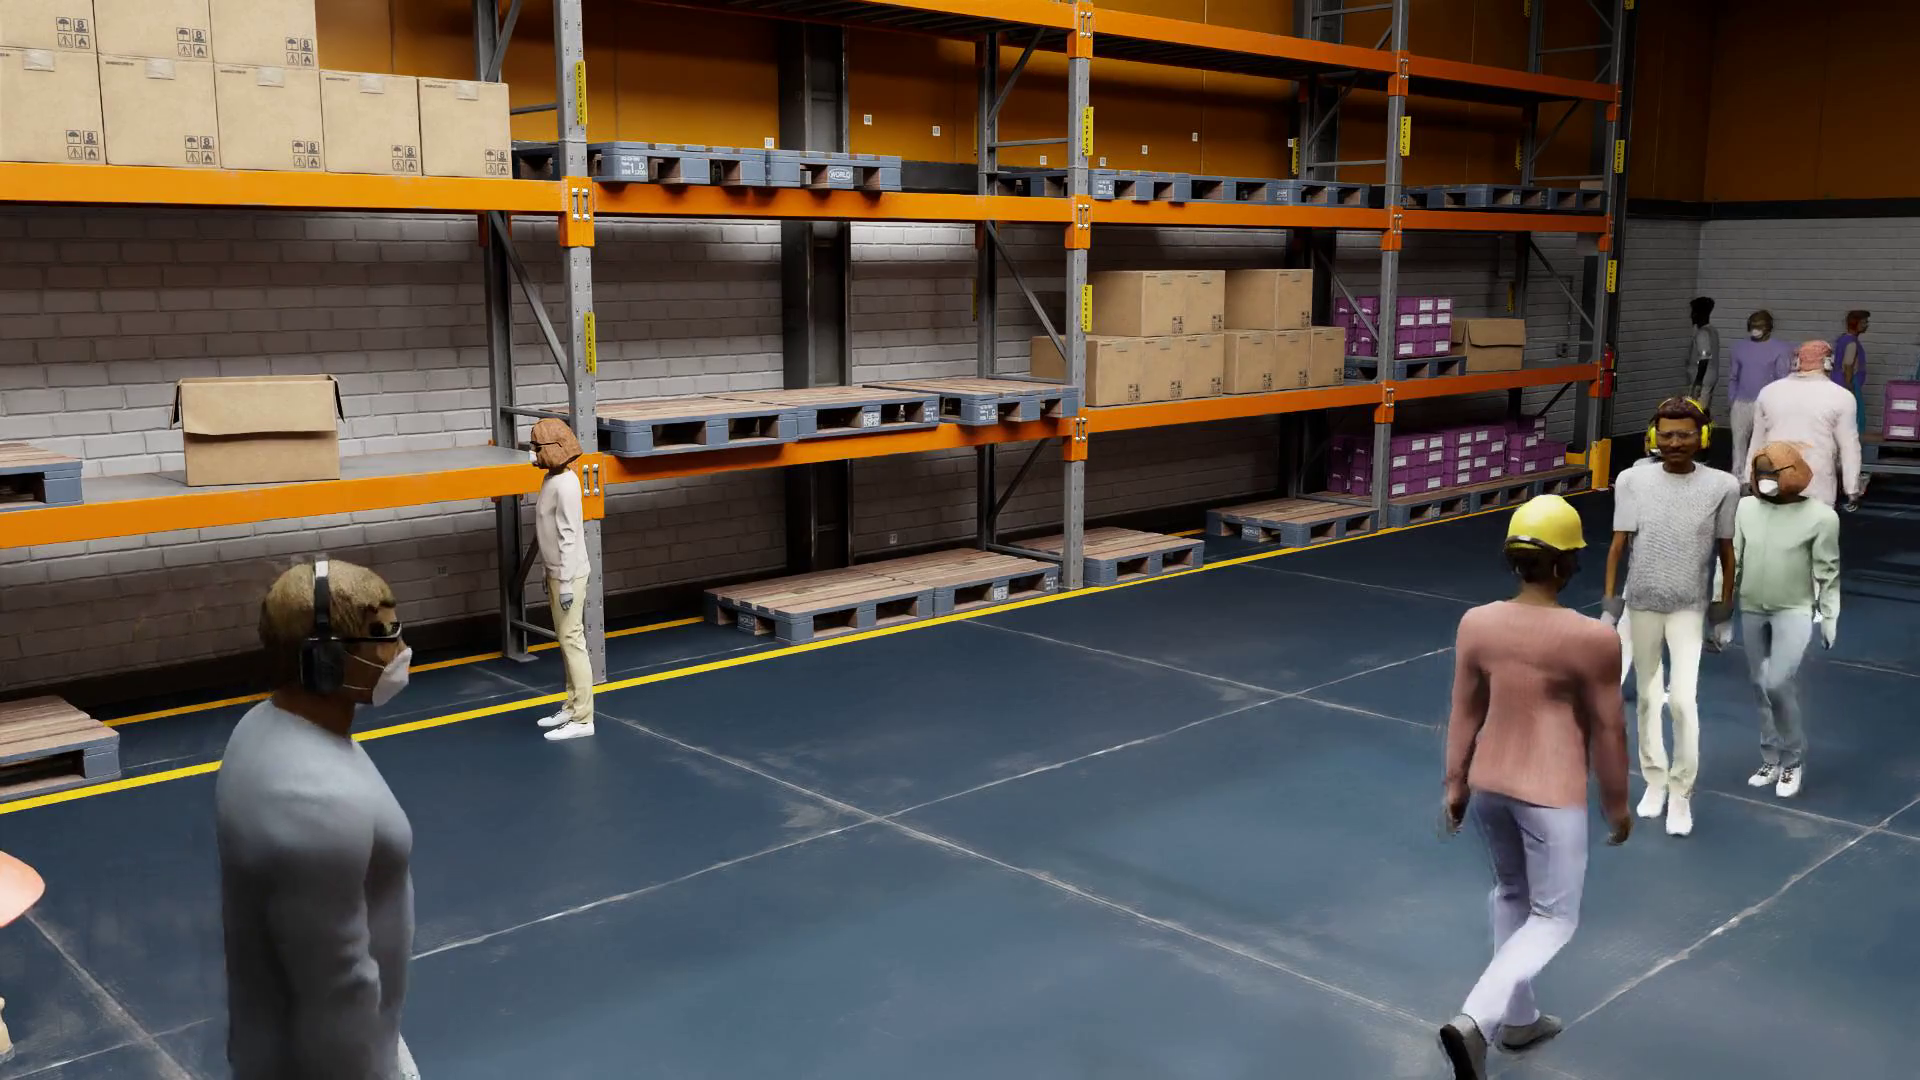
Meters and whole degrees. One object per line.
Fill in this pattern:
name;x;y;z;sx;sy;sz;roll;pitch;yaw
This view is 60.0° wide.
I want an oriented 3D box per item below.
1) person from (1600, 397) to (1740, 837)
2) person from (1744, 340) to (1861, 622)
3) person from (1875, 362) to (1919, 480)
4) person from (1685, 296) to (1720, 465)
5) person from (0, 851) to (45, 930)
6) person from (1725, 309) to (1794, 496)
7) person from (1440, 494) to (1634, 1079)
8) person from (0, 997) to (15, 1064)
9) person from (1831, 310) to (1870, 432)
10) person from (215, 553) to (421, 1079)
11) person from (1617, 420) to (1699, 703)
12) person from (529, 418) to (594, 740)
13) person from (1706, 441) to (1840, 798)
person;2.990;0.318;7.049;0.496;1.843;0.651;6;11;31
person;5.614;-0.388;11.084;0.436;1.878;0.755;-7;12;-37
person;10.367;-1.451;17.945;0.853;1.662;0.530;5;11;26
person;8.679;-1.866;19.480;0.362;1.963;0.612;6;12;33
person;-1.006;1.150;1.601;0.375;2.044;0.607;-2;10;-10
person;8.105;-1.383;16.849;0.821;1.911;0.629;-9;13;-42
person;1.623;0.740;4.857;0.709;1.743;0.518;-7;12;-36
person;-3.084;0.587;4.895;0.373;2.044;0.606;-9;13;-43
person;10.212;-1.729;19.090;0.726;1.820;0.596;4;10;21
person;-1.210;0.976;3.010;0.767;1.920;0.634;-5;11;-28
person;3.706;0.115;8.919;0.777;1.597;0.527;-6;11;-29
person;-2.016;0.194;8.423;0.277;1.629;0.497;-4;10;-21
person;3.679;0.356;7.528;0.509;1.607;0.507;-7;12;-37
